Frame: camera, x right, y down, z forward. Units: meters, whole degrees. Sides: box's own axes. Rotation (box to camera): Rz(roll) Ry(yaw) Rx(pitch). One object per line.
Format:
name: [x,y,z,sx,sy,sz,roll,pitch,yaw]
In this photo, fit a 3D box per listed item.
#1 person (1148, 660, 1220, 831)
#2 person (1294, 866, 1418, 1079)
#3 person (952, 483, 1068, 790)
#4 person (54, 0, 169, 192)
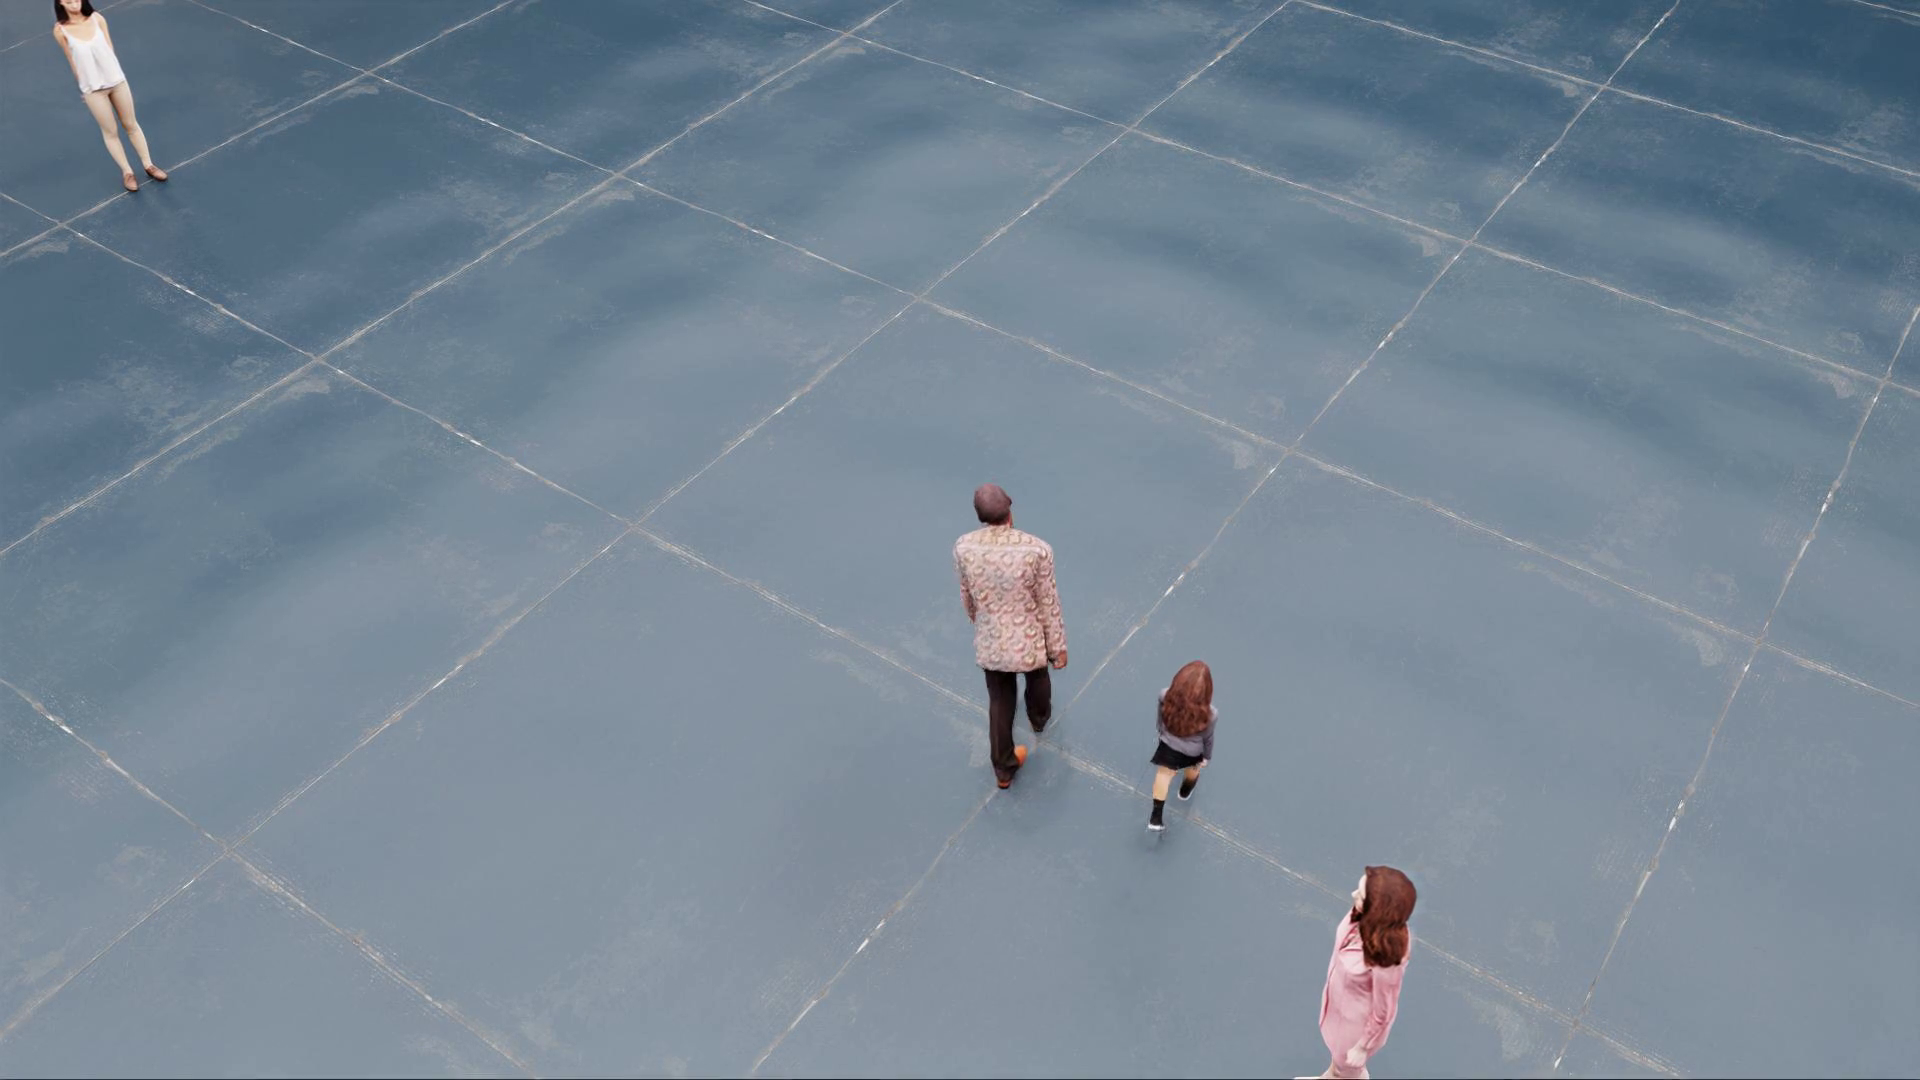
person: [1.090,1.030,8.315,0.733,1.091,0.638,15,45,15]
person: [1.644,1.918,6.844,0.713,1.801,0.698,0,43,0]
person: [0.274,0.544,8.345,1.050,1.760,1.057,13,45,14]
person: [-6.591,-3.513,12.769,0.569,1.652,0.622,26,49,25]
